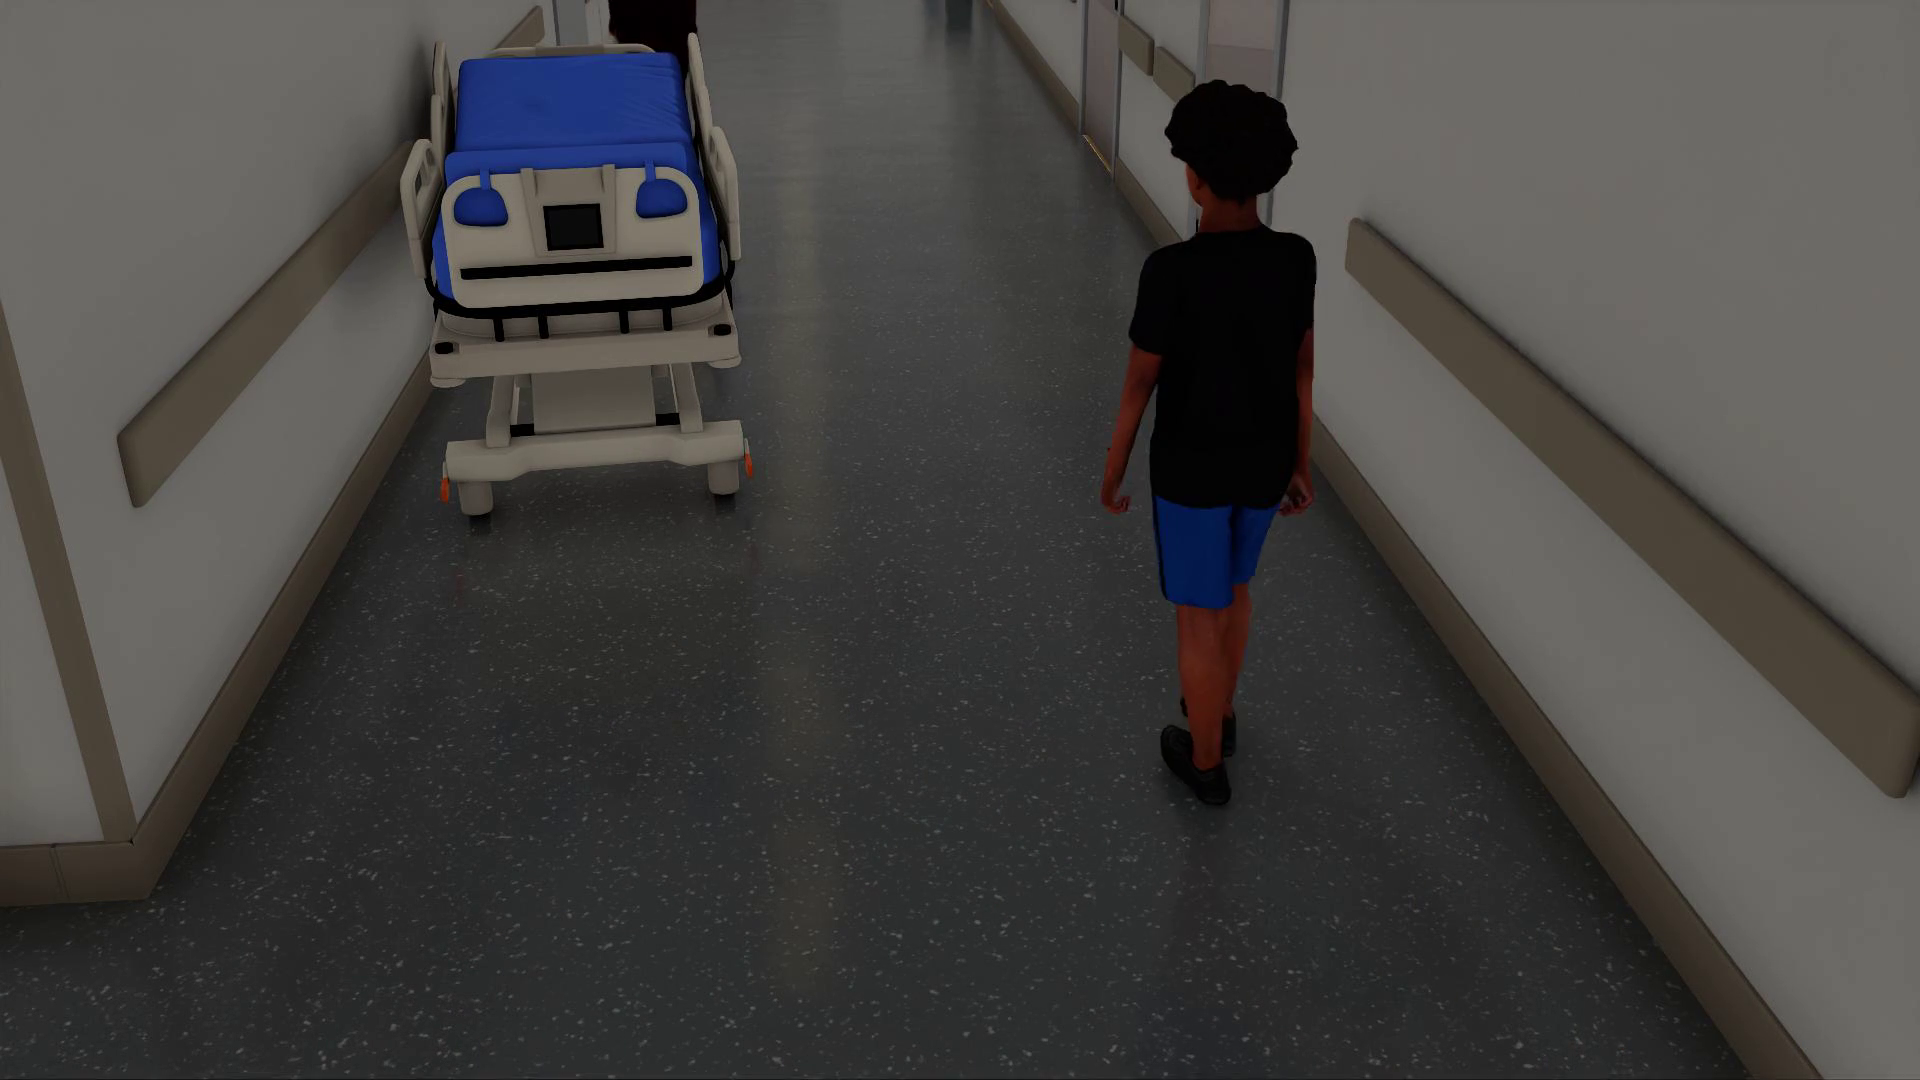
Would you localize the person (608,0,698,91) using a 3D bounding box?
[{"bbox_3d":[-1.795,-3.003,9.921,1.076,1.710,0.925,-10,27,-20],"label":"person"}]

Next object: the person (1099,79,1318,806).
[{"bbox_3d":[0.646,-0.146,3.909,0.716,1.786,0.790,-8,27,-16],"label":"person"}]
